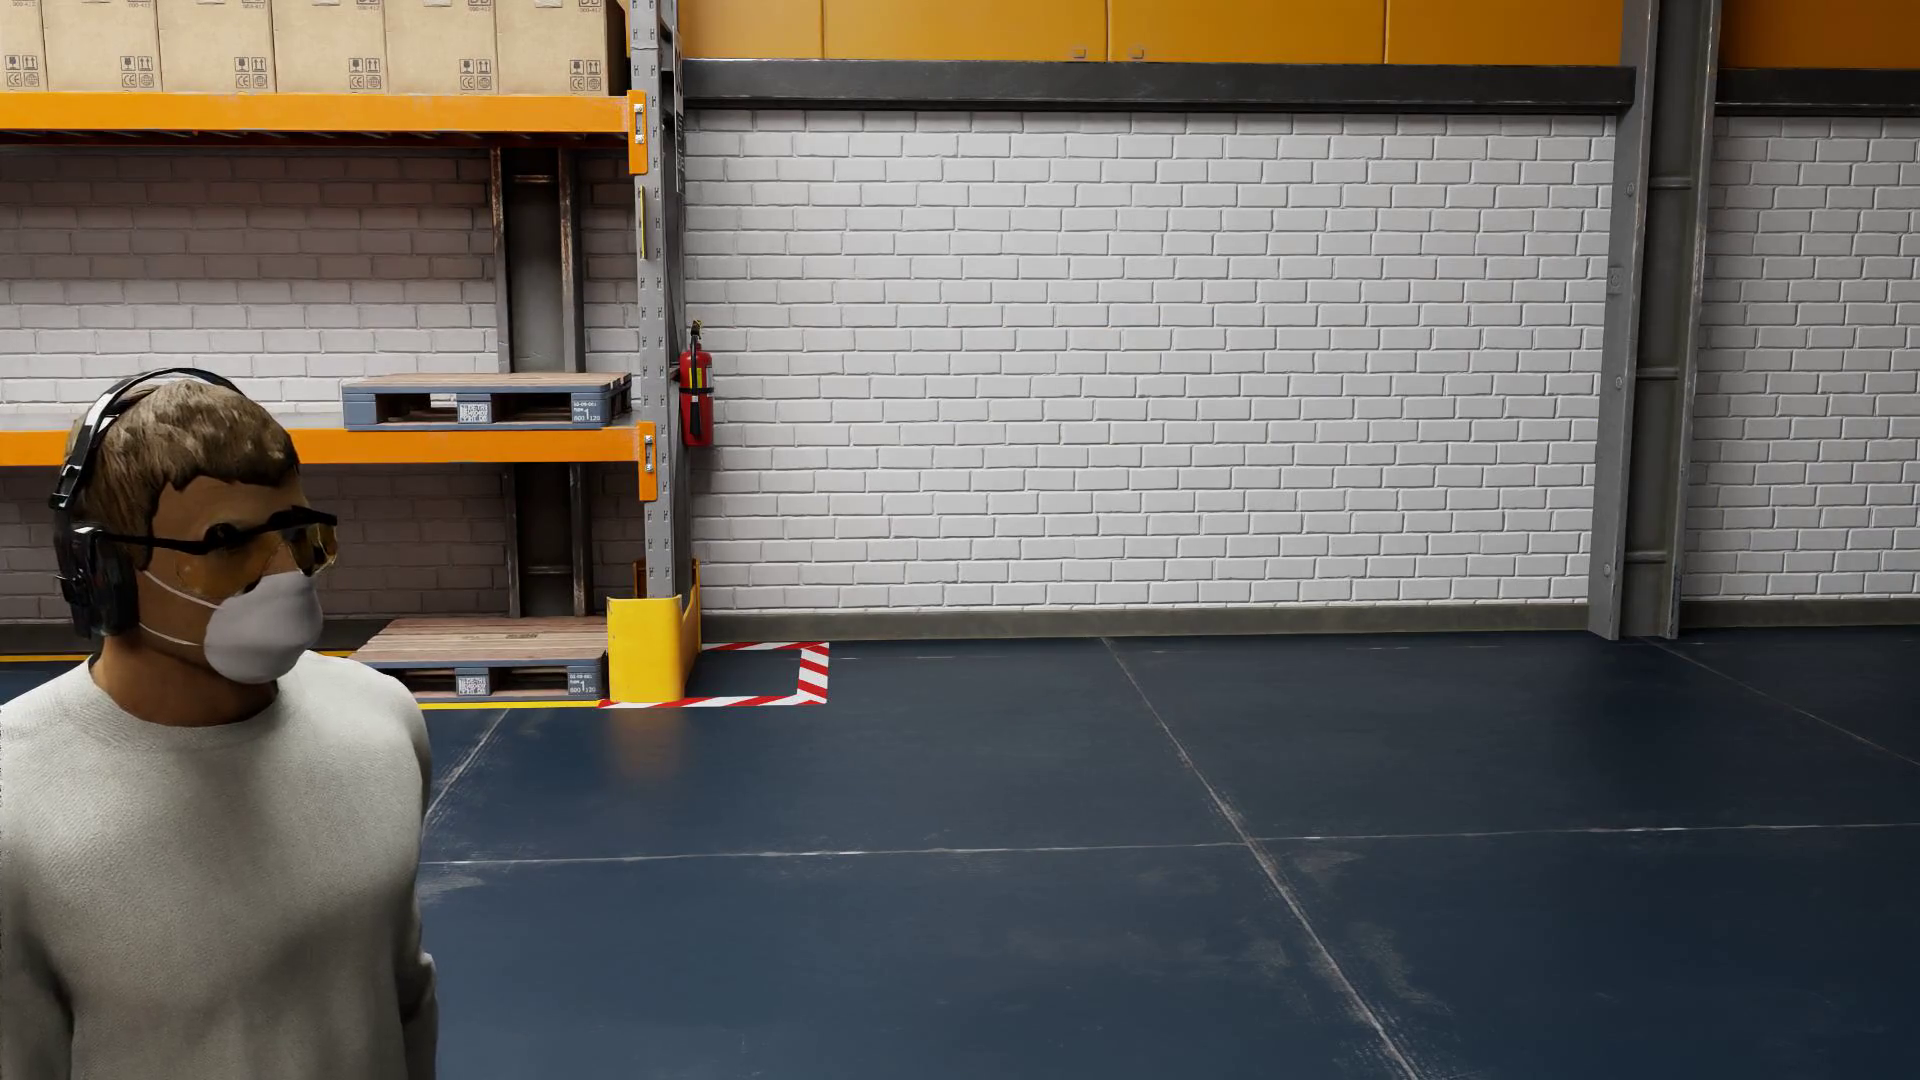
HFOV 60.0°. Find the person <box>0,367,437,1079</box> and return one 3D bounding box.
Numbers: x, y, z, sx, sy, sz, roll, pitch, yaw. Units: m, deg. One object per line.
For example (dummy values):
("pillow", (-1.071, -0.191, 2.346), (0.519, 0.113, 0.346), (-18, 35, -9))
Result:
("person", (-0.708, 0.803, 1.639), (0.367, 1.939, 0.634), (3, 10, 21))
